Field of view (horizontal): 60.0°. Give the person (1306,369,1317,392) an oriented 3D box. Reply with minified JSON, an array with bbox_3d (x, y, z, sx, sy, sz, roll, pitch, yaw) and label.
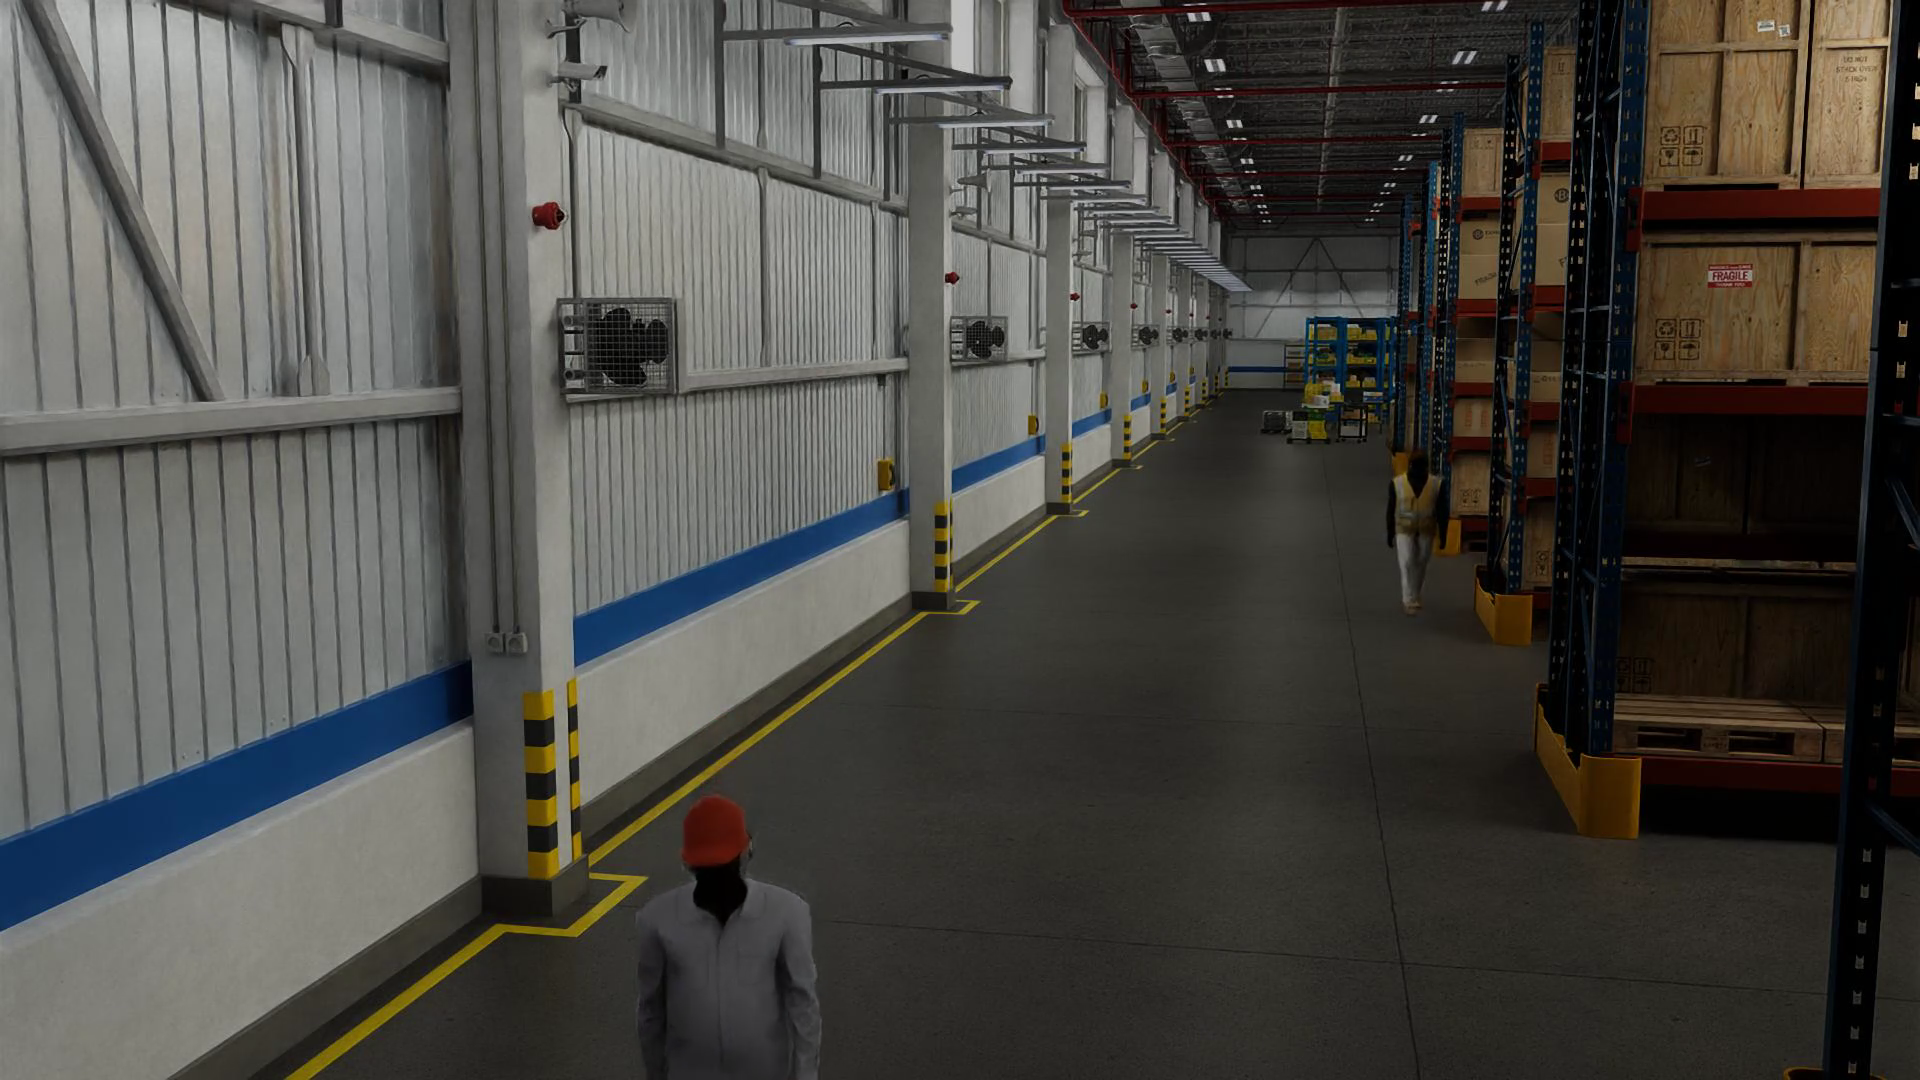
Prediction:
[{"bbox_3d":[12.185,-4.994,57.479,0.564,1.846,0.390,-1,7,-9],"label":"person"}]

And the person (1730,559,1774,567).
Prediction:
[{"bbox_3d":[6.986,0.303,14.712,1.045,1.941,0.643,3,8,20],"label":"person"}]

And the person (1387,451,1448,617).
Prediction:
[{"bbox_3d":[5.055,-0.090,18.410,0.637,1.805,0.939,1,7,10],"label":"person"}]

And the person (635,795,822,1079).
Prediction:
[{"bbox_3d":[-0.707,1.621,5.073,0.564,1.705,0.891,-1,7,-8],"label":"person"}]
